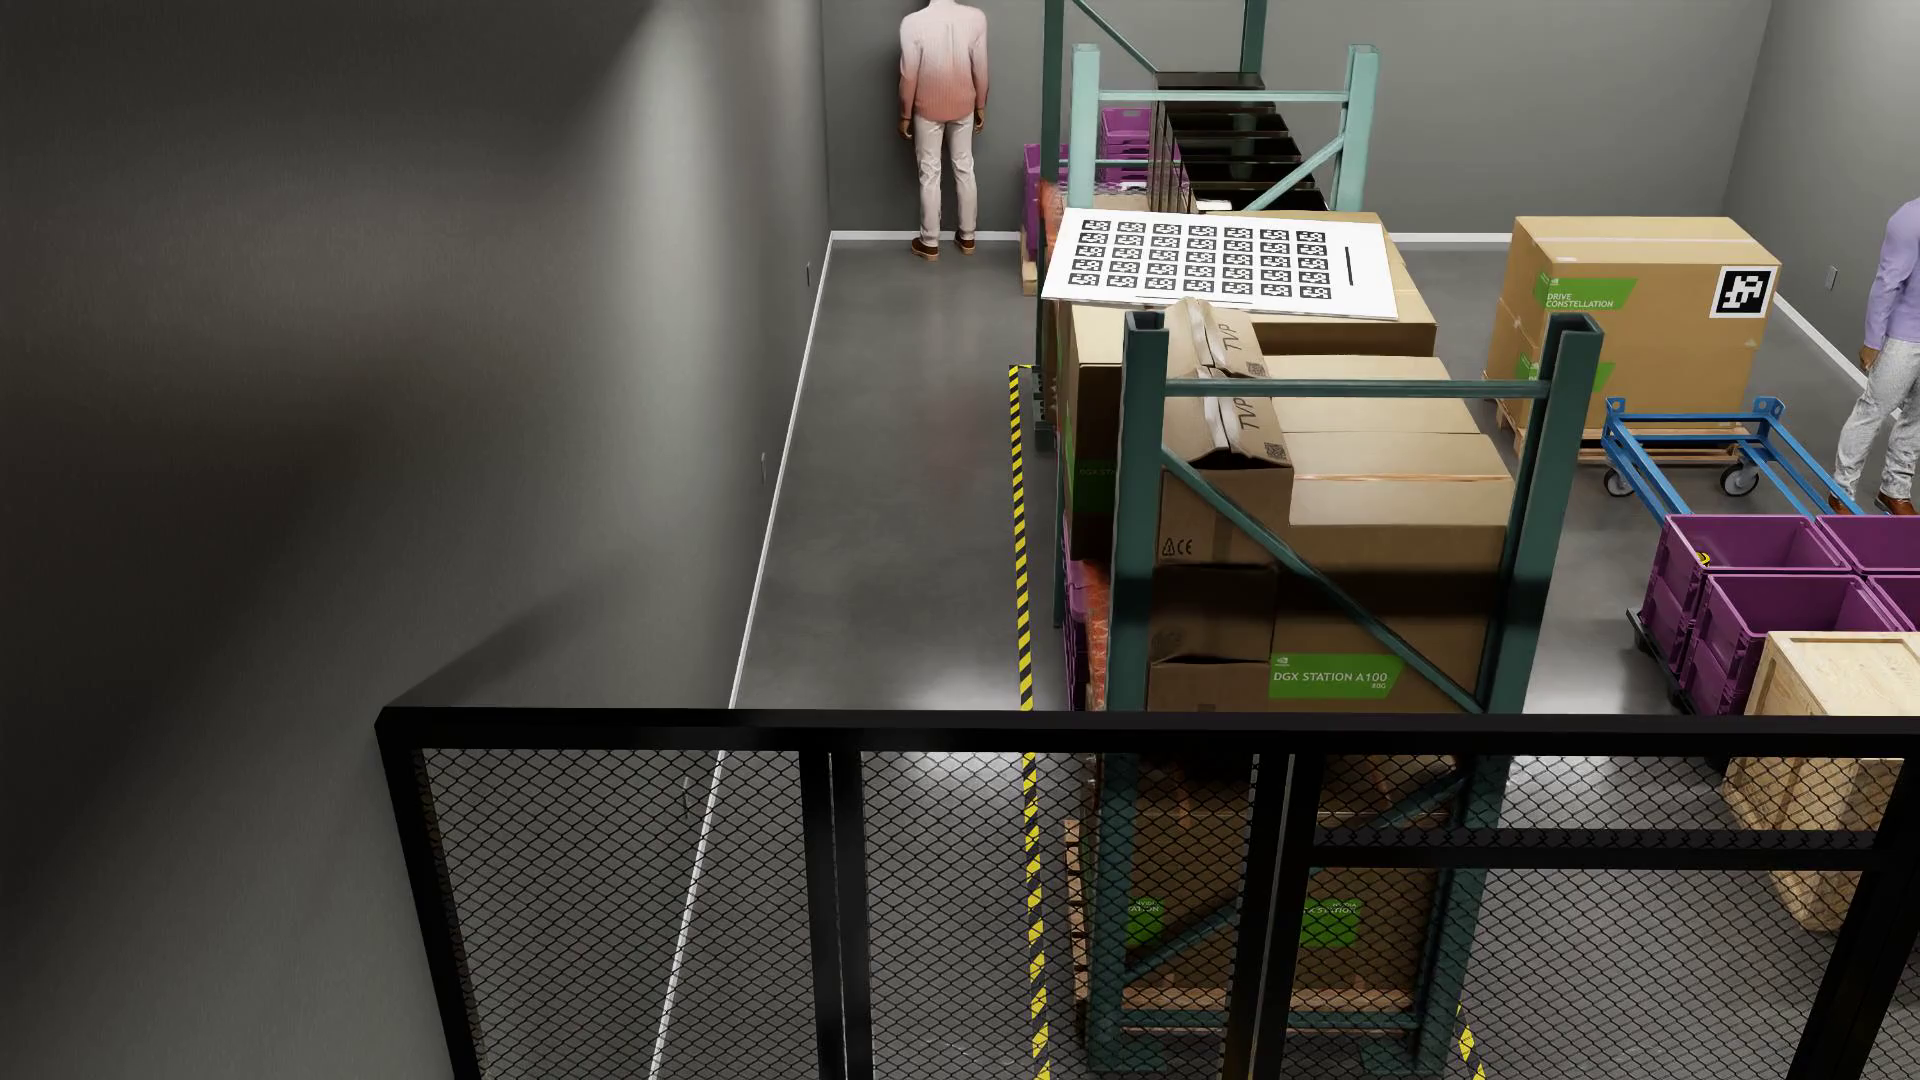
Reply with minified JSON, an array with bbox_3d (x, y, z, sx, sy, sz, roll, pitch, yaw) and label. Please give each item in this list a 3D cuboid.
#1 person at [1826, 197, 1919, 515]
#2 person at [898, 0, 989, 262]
[{"bbox_3d":[4.526,-0.944,7.783,0.630,1.940,0.370,-1,31,-2],"label":"person"},{"bbox_3d":[-0.116,-2.822,10.847,0.624,1.992,0.390,-12,33,-20],"label":"person"}]
